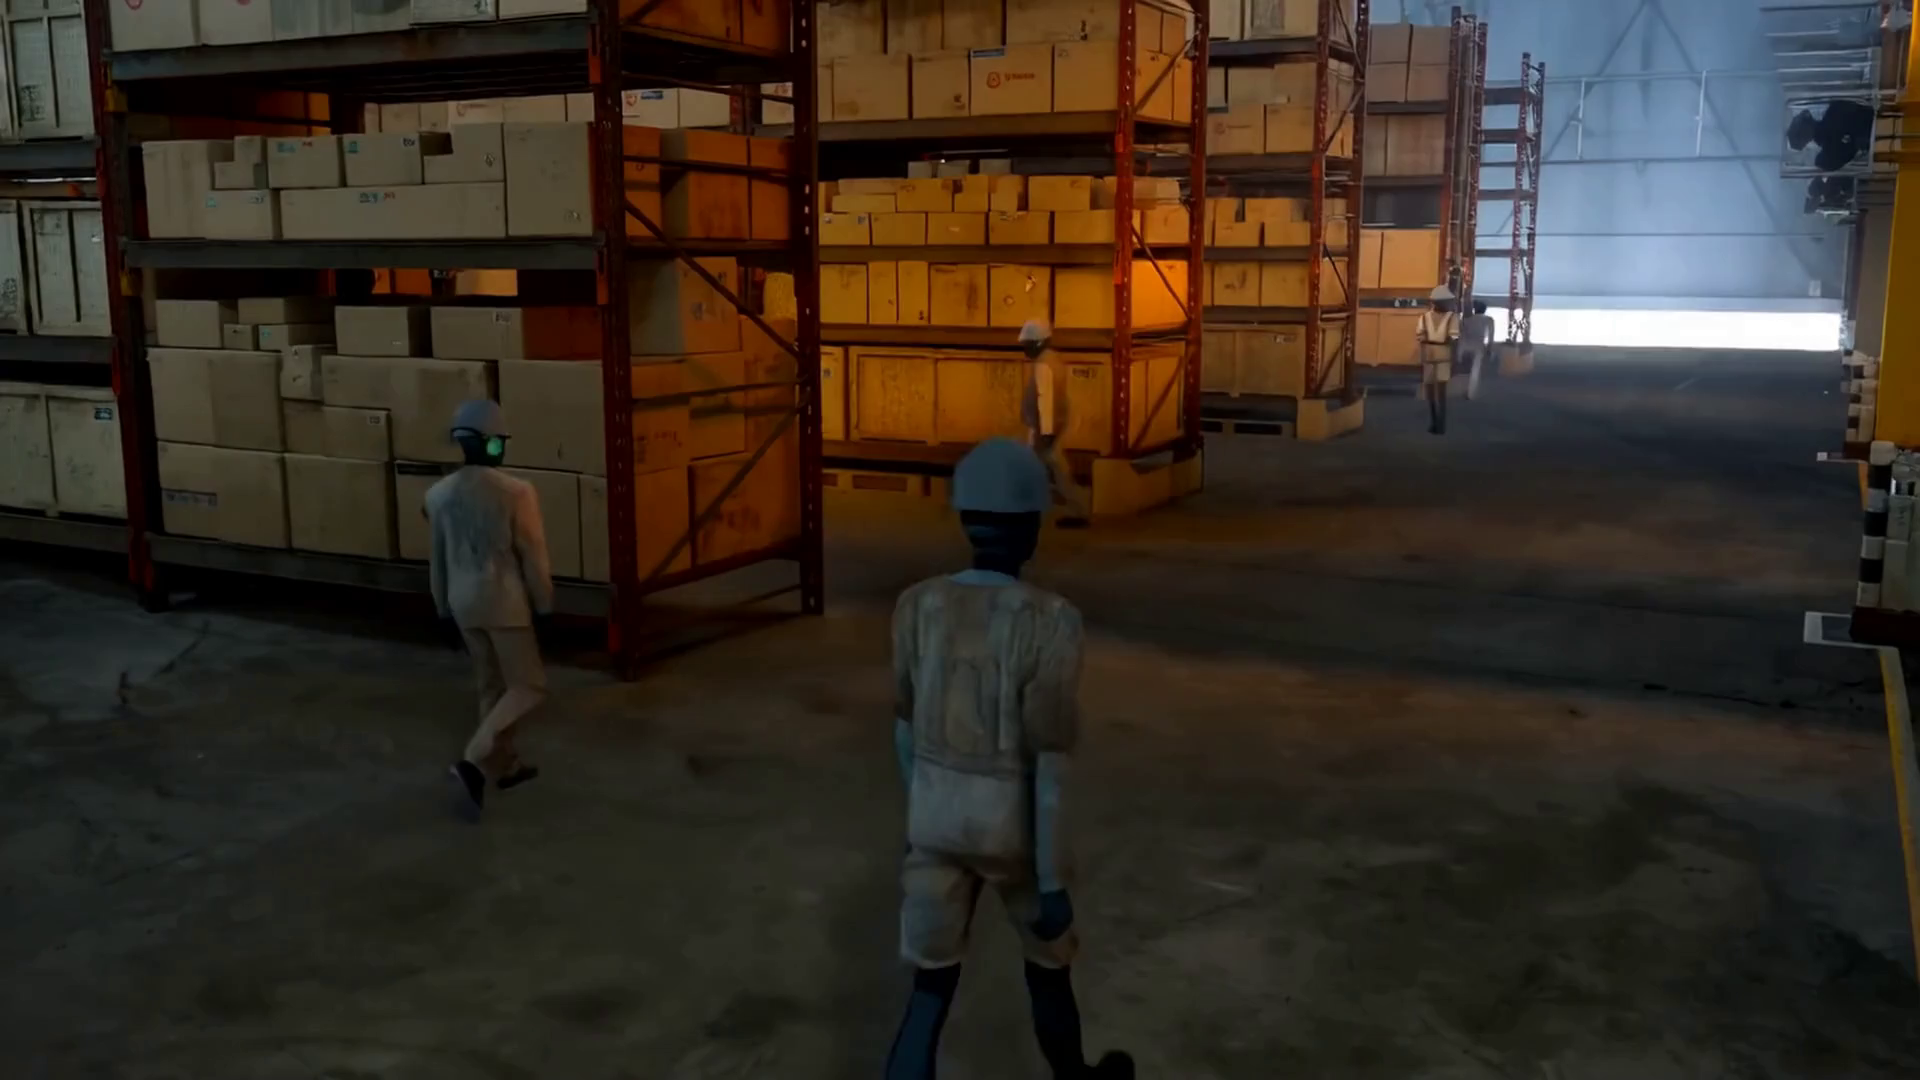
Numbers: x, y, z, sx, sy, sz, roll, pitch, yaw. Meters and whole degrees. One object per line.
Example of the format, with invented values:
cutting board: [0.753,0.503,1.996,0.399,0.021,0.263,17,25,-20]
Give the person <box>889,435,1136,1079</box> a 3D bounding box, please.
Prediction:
person: [0.107,0.690,4.113,0.565,1.886,0.961,6,12,32]

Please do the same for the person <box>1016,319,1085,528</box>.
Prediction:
person: [0.634,-0.981,14.108,0.959,1.772,0.584,3,10,16]

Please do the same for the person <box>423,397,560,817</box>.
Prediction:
person: [-1.977,0.272,6.969,0.591,1.733,0.664,5,11,28]

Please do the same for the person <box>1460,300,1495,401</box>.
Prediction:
person: [8.141,-2.995,26.301,0.535,1.600,0.774,7,12,36]

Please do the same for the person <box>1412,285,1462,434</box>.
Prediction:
person: [6.153,-2.328,21.518,0.554,1.914,0.665,6,11,31]
